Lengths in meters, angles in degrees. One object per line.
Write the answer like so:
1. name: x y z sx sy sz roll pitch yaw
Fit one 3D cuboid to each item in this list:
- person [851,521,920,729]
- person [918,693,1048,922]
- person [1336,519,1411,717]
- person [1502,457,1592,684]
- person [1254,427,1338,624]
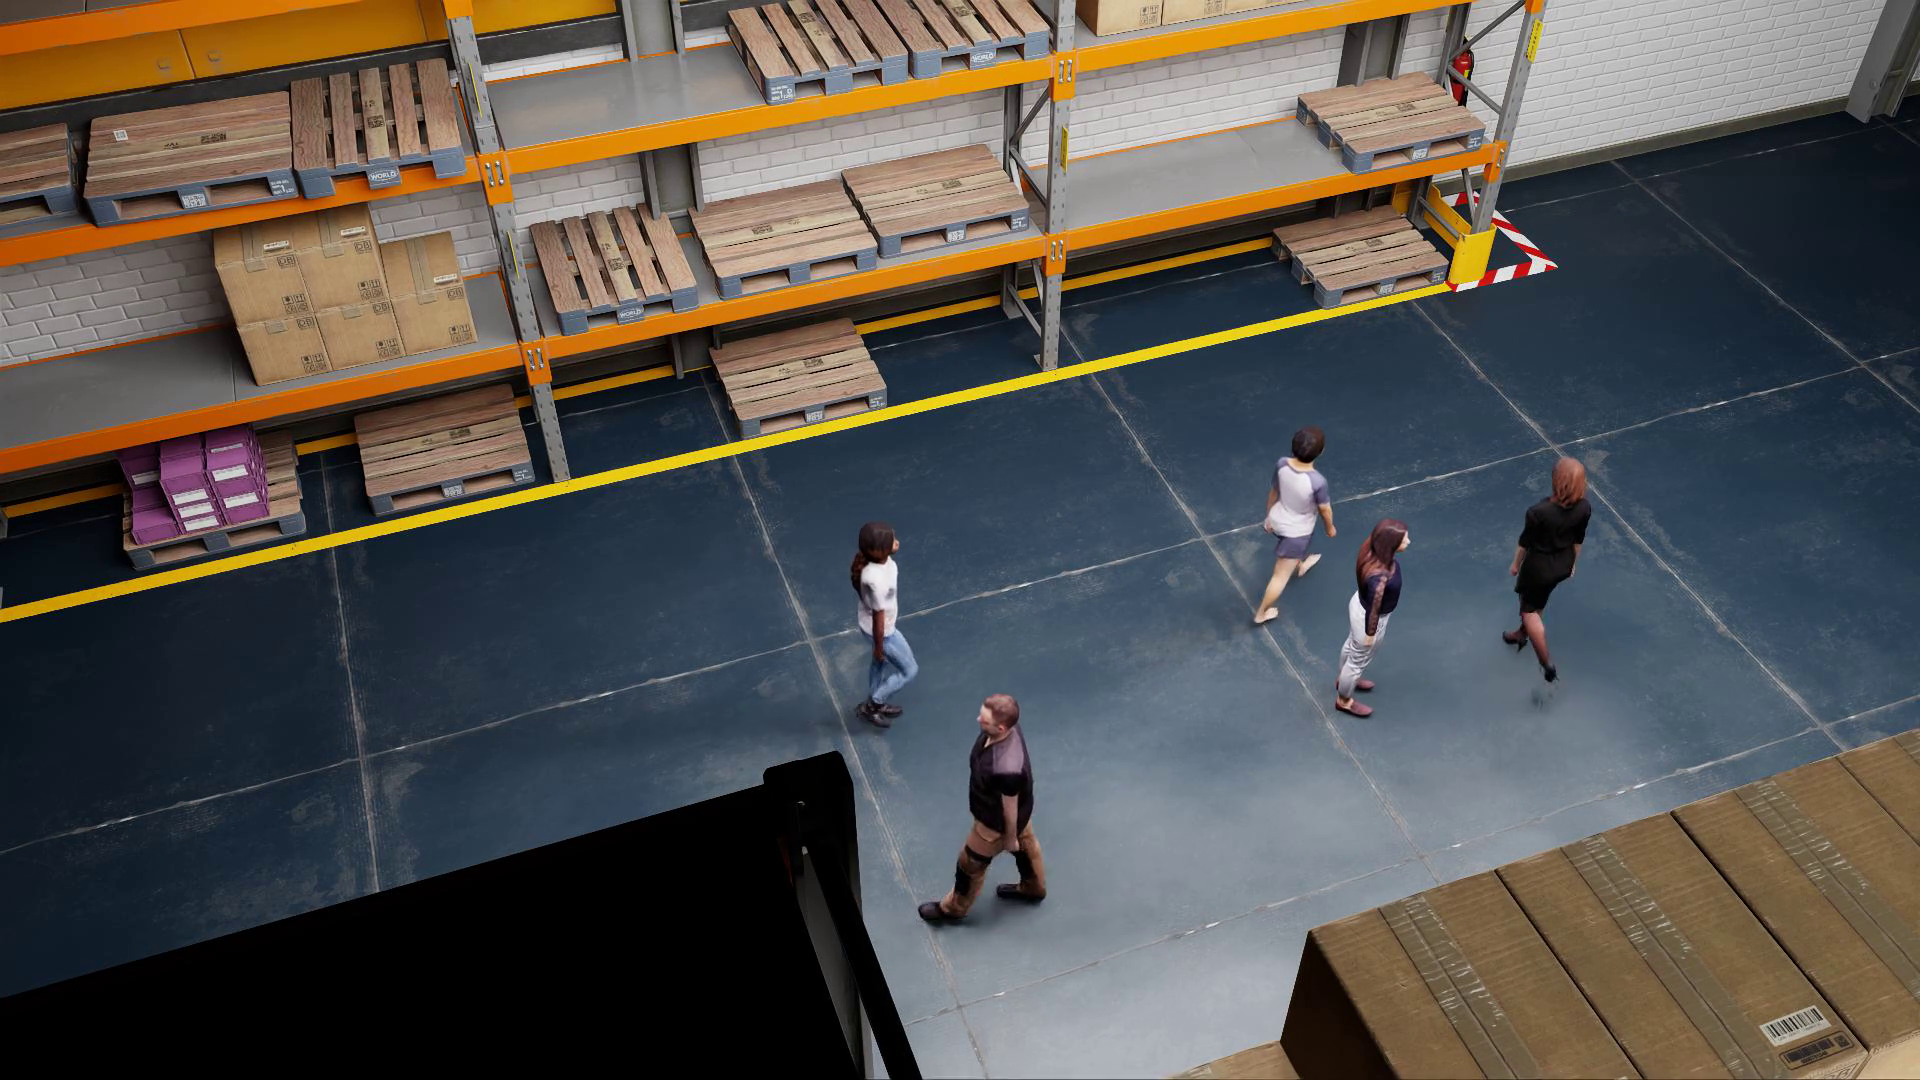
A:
1. person: -0.573 0.537 10.349 0.681 1.711 0.626 -7 44 -7
2. person: 0.336 1.498 9.270 1.093 1.810 0.886 0 44 0
3. person: 2.595 0.470 10.494 0.675 1.608 0.671 5 44 5
4. person: 3.787 0.243 10.680 0.815 1.681 0.672 -7 44 -8
5. person: 2.179 -0.067 11.118 1.065 1.526 0.783 -28 50 -26
